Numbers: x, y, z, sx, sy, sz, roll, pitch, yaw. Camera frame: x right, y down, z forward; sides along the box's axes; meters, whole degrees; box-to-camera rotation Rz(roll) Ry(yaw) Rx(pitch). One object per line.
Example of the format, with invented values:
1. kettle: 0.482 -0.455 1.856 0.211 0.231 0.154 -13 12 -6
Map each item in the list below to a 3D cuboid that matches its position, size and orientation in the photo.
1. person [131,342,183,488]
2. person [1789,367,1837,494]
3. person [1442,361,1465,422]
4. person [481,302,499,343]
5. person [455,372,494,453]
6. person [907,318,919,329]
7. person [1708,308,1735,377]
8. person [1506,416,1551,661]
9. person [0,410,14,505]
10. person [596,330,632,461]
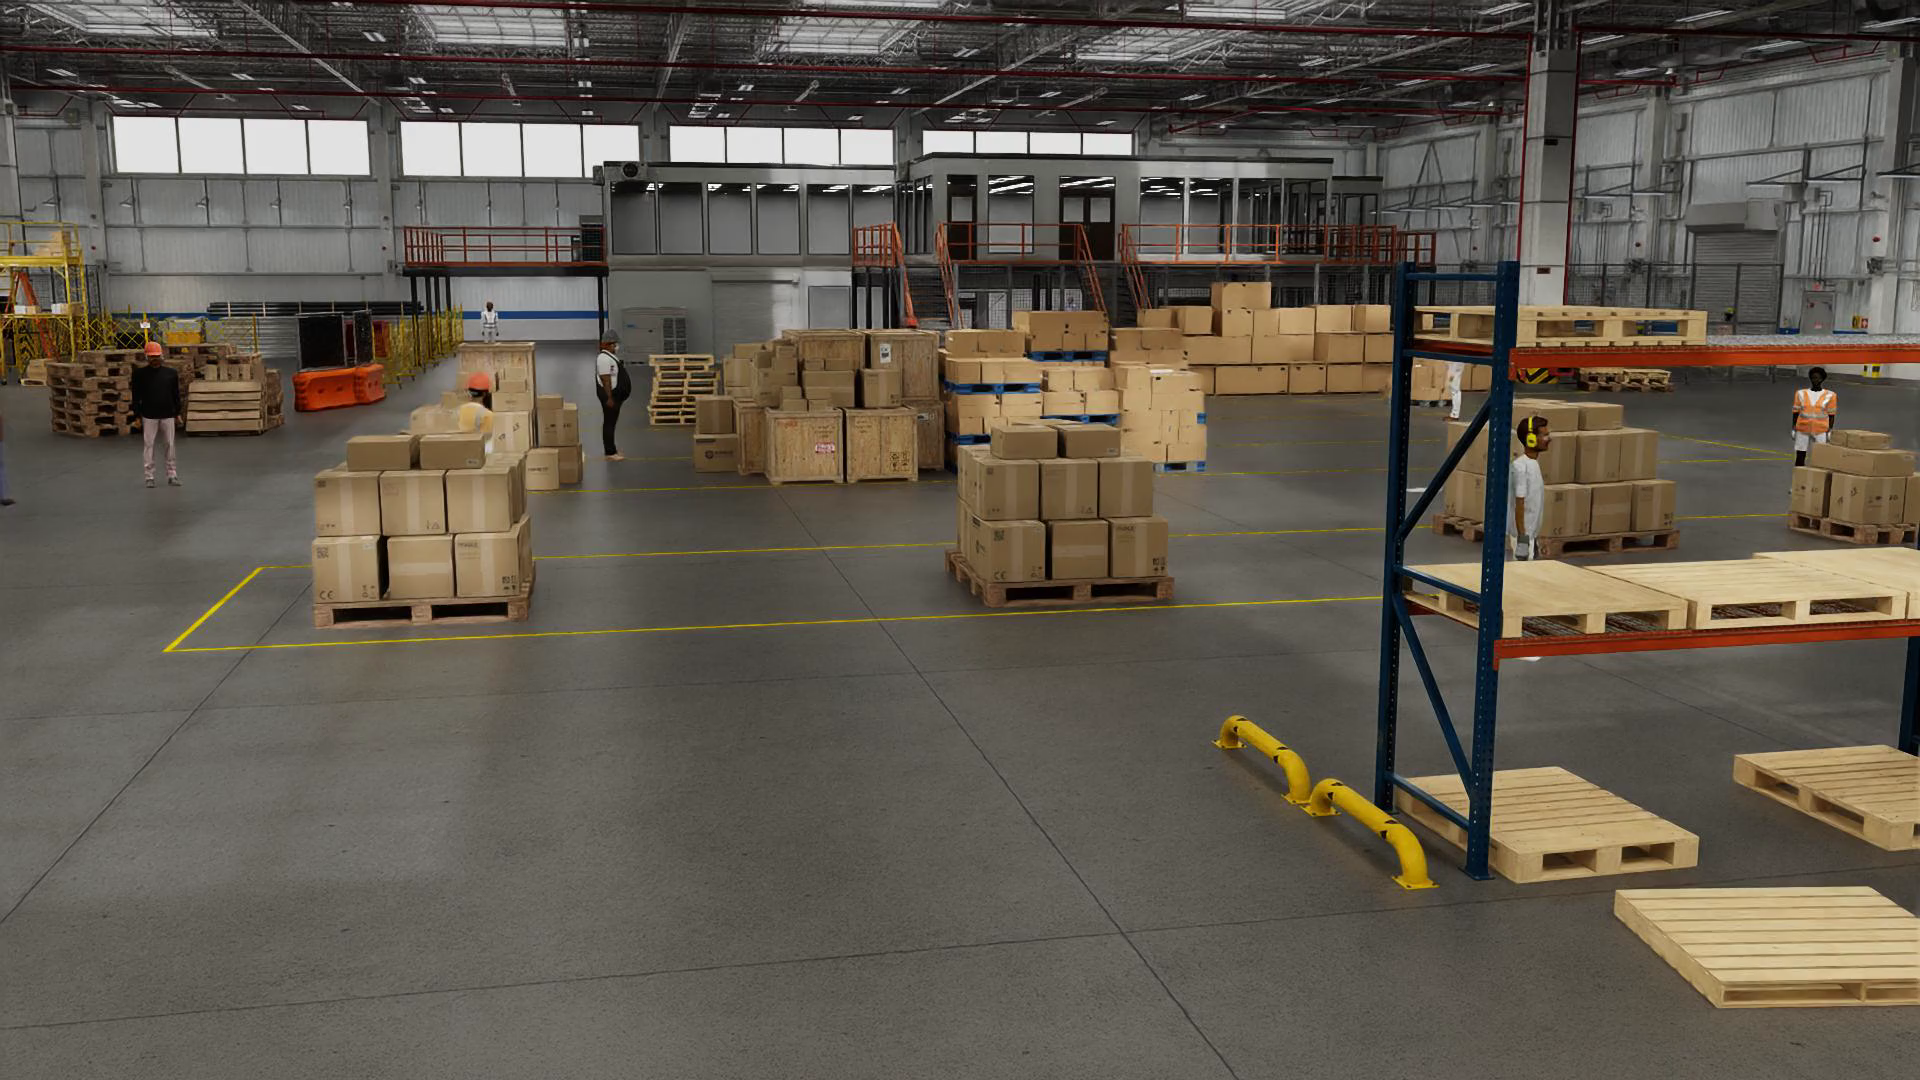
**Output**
1. person: -10.977 -1.715 22.765 0.625 1.992 0.389 -7 12 -37
2. person: 11.256 -1.436 21.964 0.537 1.700 0.318 6 11 34
3. person: 9.623 -3.262 32.373 0.372 1.940 0.631 3 10 20
4. person: -15.384 -6.850 54.447 0.577 1.879 0.350 -7 11 -35
5. person: -5.177 -0.826 17.649 0.560 1.912 0.886 6 11 31
6. person: -0.972 -3.864 36.130 0.563 1.901 0.859 -7 12 -38
7. person: 21.022 -5.441 45.782 0.589 1.903 0.757 -4 10 -21
8. person: 4.369 -0.018 12.797 0.322 1.875 0.524 5 10 26
9. person: -12.200 -1.261 20.858 0.306 1.726 0.668 3 10 20
10. person: -5.394 -2.258 25.938 0.537 2.000 0.691 -1 9 -8
